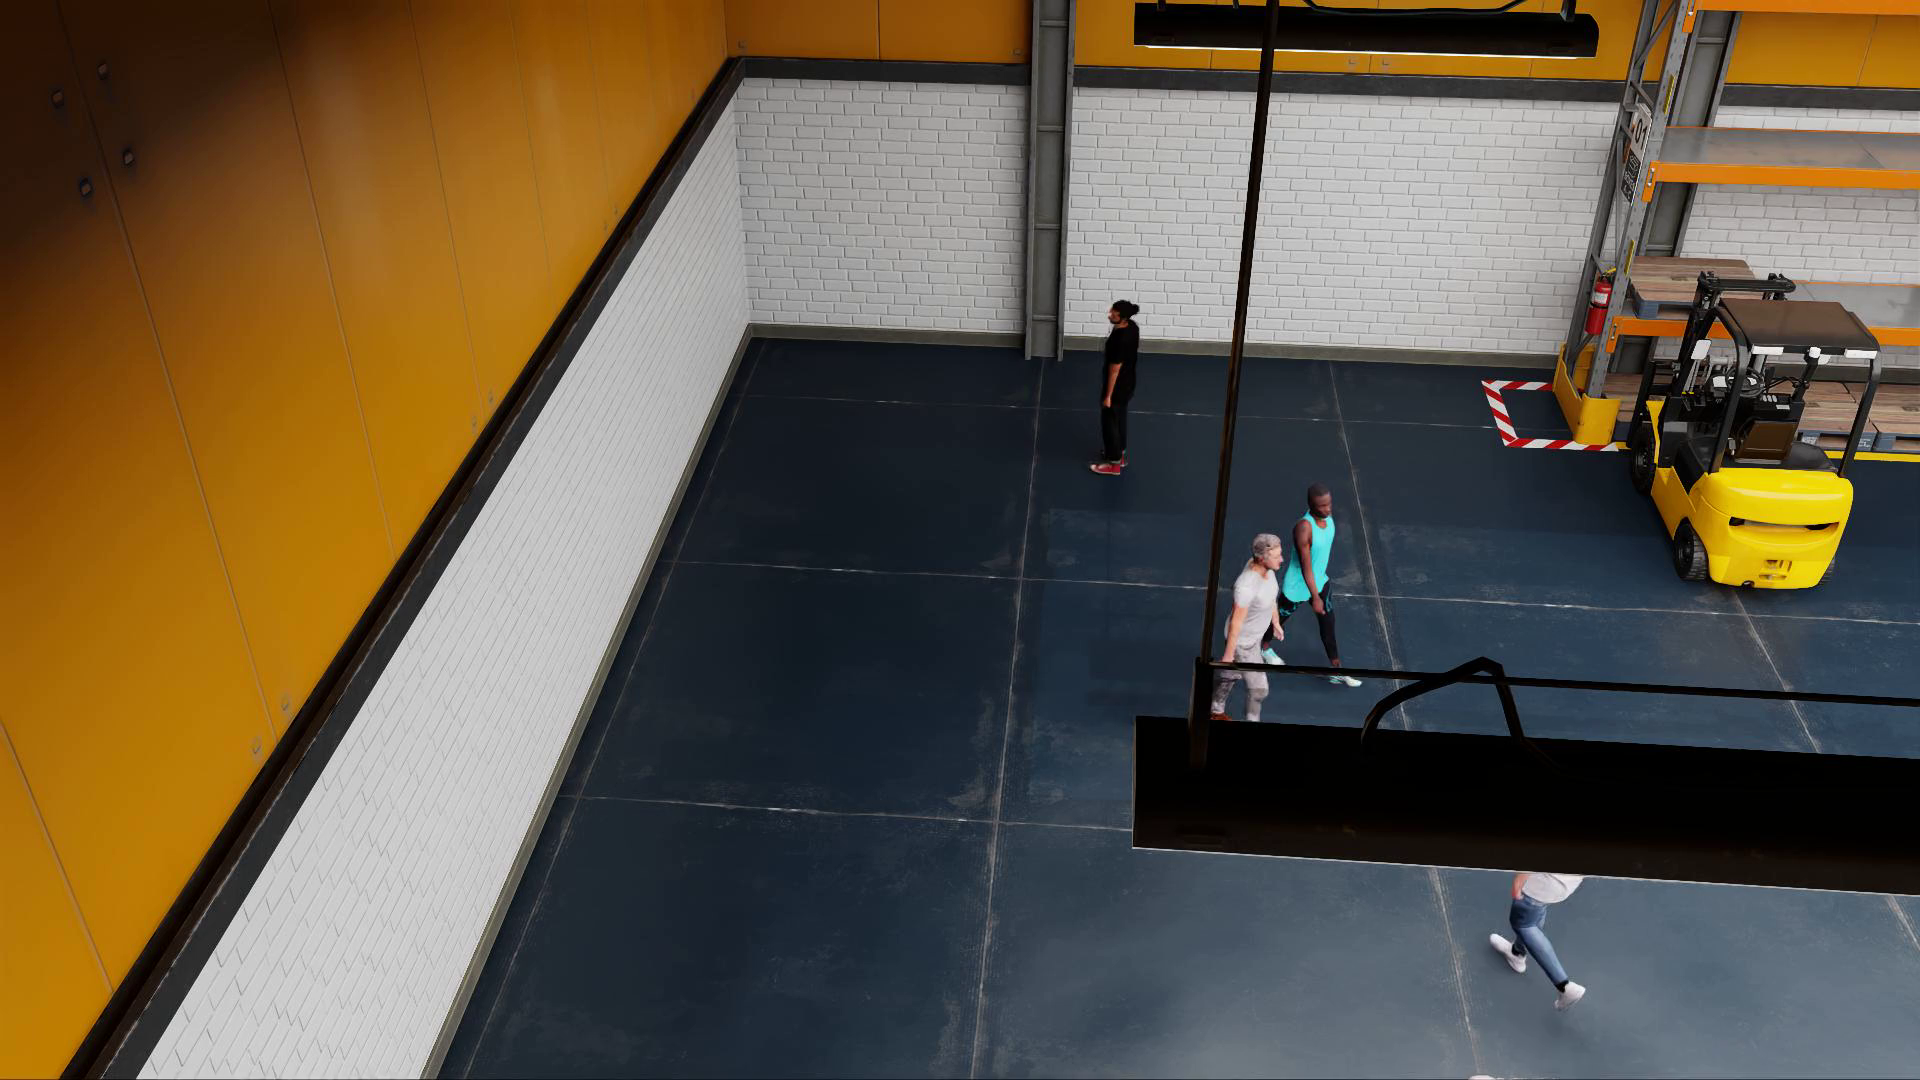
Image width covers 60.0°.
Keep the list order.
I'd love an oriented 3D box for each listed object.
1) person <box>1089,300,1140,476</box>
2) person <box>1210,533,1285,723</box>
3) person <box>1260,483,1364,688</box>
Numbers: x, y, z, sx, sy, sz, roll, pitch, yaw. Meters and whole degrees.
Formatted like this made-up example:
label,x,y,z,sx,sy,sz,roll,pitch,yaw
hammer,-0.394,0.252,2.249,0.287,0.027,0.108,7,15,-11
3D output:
label,x,y,z,sx,sy,sz,roll,pitch,yaw
person,1.436,-1.422,15.231,0.671,1.748,0.719,19,38,26
person,1.970,0.675,12.029,0.951,1.800,0.835,11,35,16
person,2.518,0.305,12.615,1.207,1.768,1.065,26,42,34
